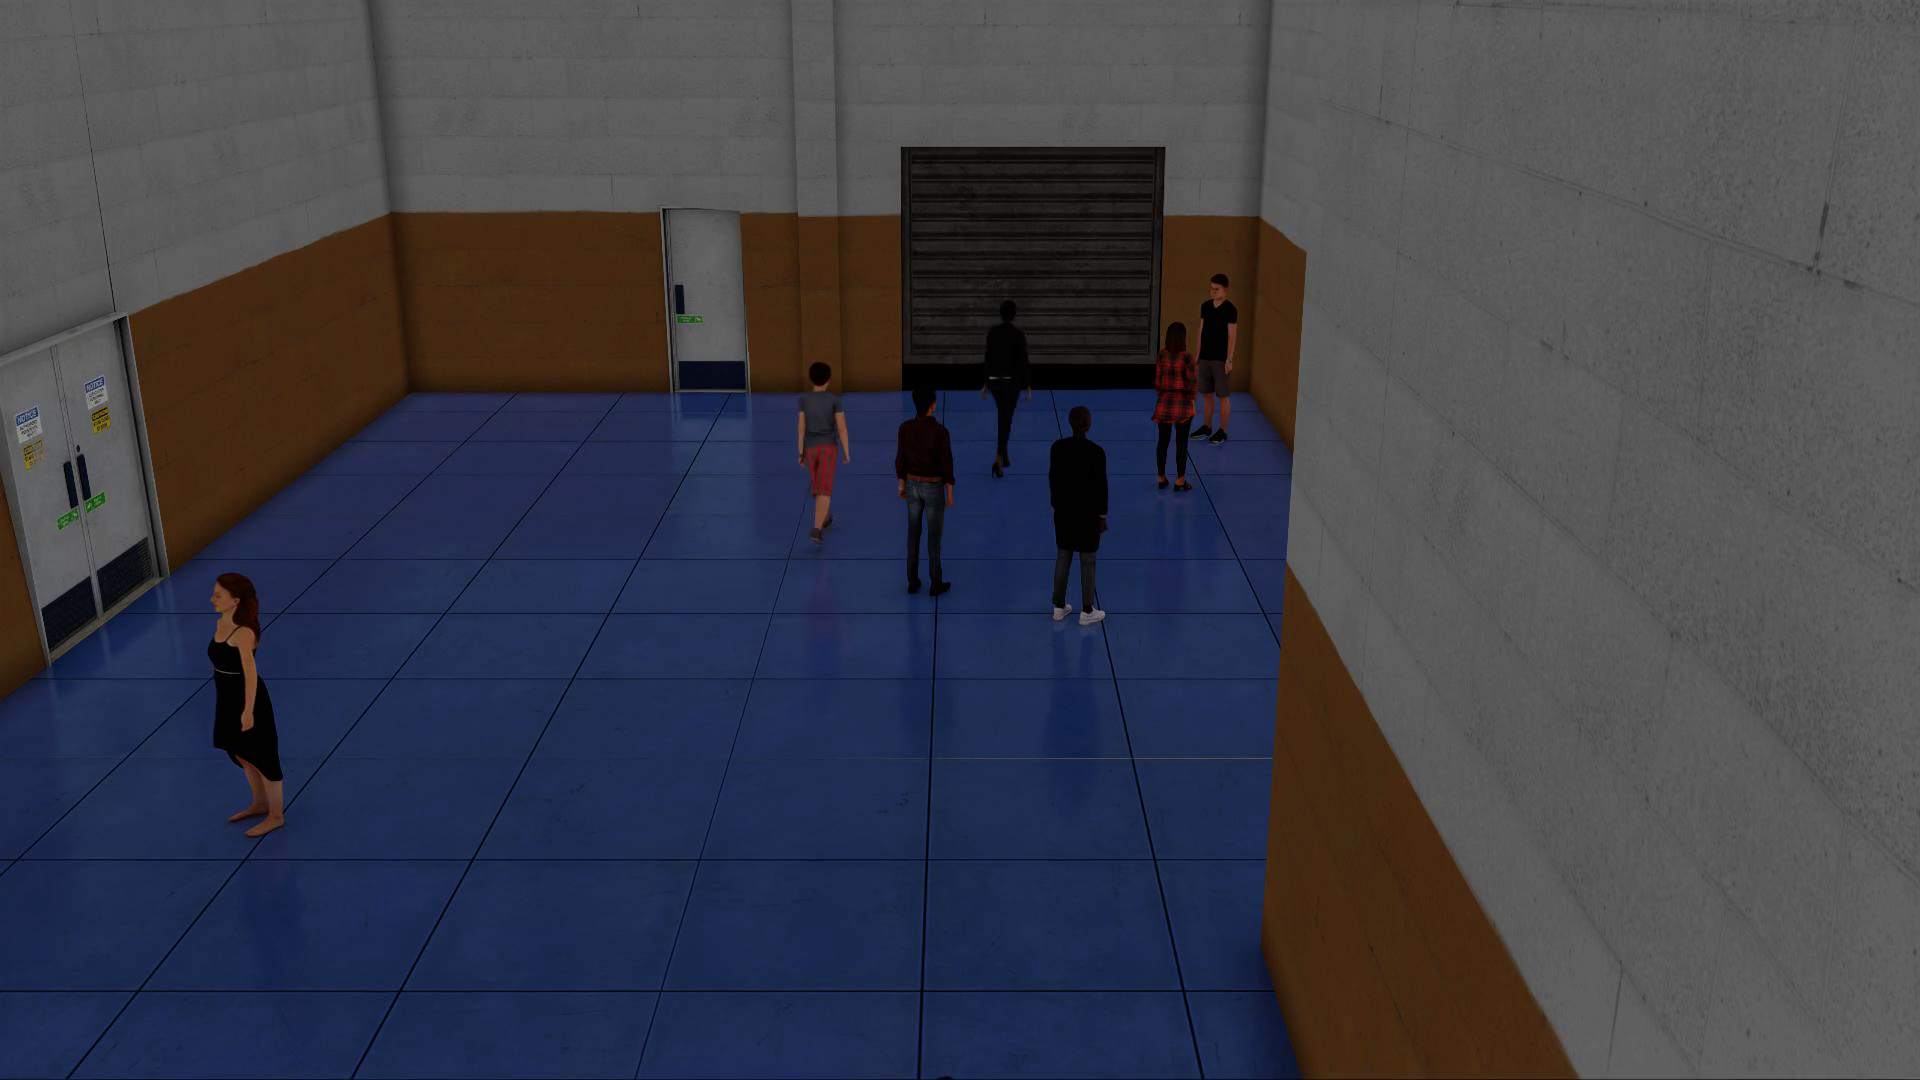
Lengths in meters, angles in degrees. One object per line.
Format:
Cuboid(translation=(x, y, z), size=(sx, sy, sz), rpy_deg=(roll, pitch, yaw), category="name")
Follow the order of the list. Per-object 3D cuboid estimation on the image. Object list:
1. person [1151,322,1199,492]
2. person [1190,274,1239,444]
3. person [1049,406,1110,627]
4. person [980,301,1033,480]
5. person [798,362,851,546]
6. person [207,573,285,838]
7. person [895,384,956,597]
Cuboid(translation=(2.140, -1.334, 16.576), size=(0.673, 1.704, 0.761), rpy_deg=(13, 23, 34), category="person")
Cuboid(translation=(2.843, -2.021, 18.368), size=(0.796, 1.861, 0.756), rpy_deg=(-15, 24, -37), category="person")
Cuboid(translation=(0.921, -0.201, 13.126), size=(0.671, 1.762, 0.791), rpy_deg=(11, 21, 29), category="person")
Cuboid(translation=(0.416, -1.503, 16.901), size=(0.842, 1.817, 0.889), rpy_deg=(11, 21, 29), category="person")
Cuboid(translation=(-1.263, -0.745, 14.943), size=(1.125, 1.618, 0.788), rpy_deg=(3, 19, 9), category="person")
Cuboid(translation=(-4.245, 0.962, 9.892), size=(0.729, 1.624, 0.676), rpy_deg=(-15, 24, -38), category="person")
Cuboid(translation=(-0.292, -0.414, 13.728), size=(0.597, 1.781, 0.776), rpy_deg=(7, 20, 20), category="person")
